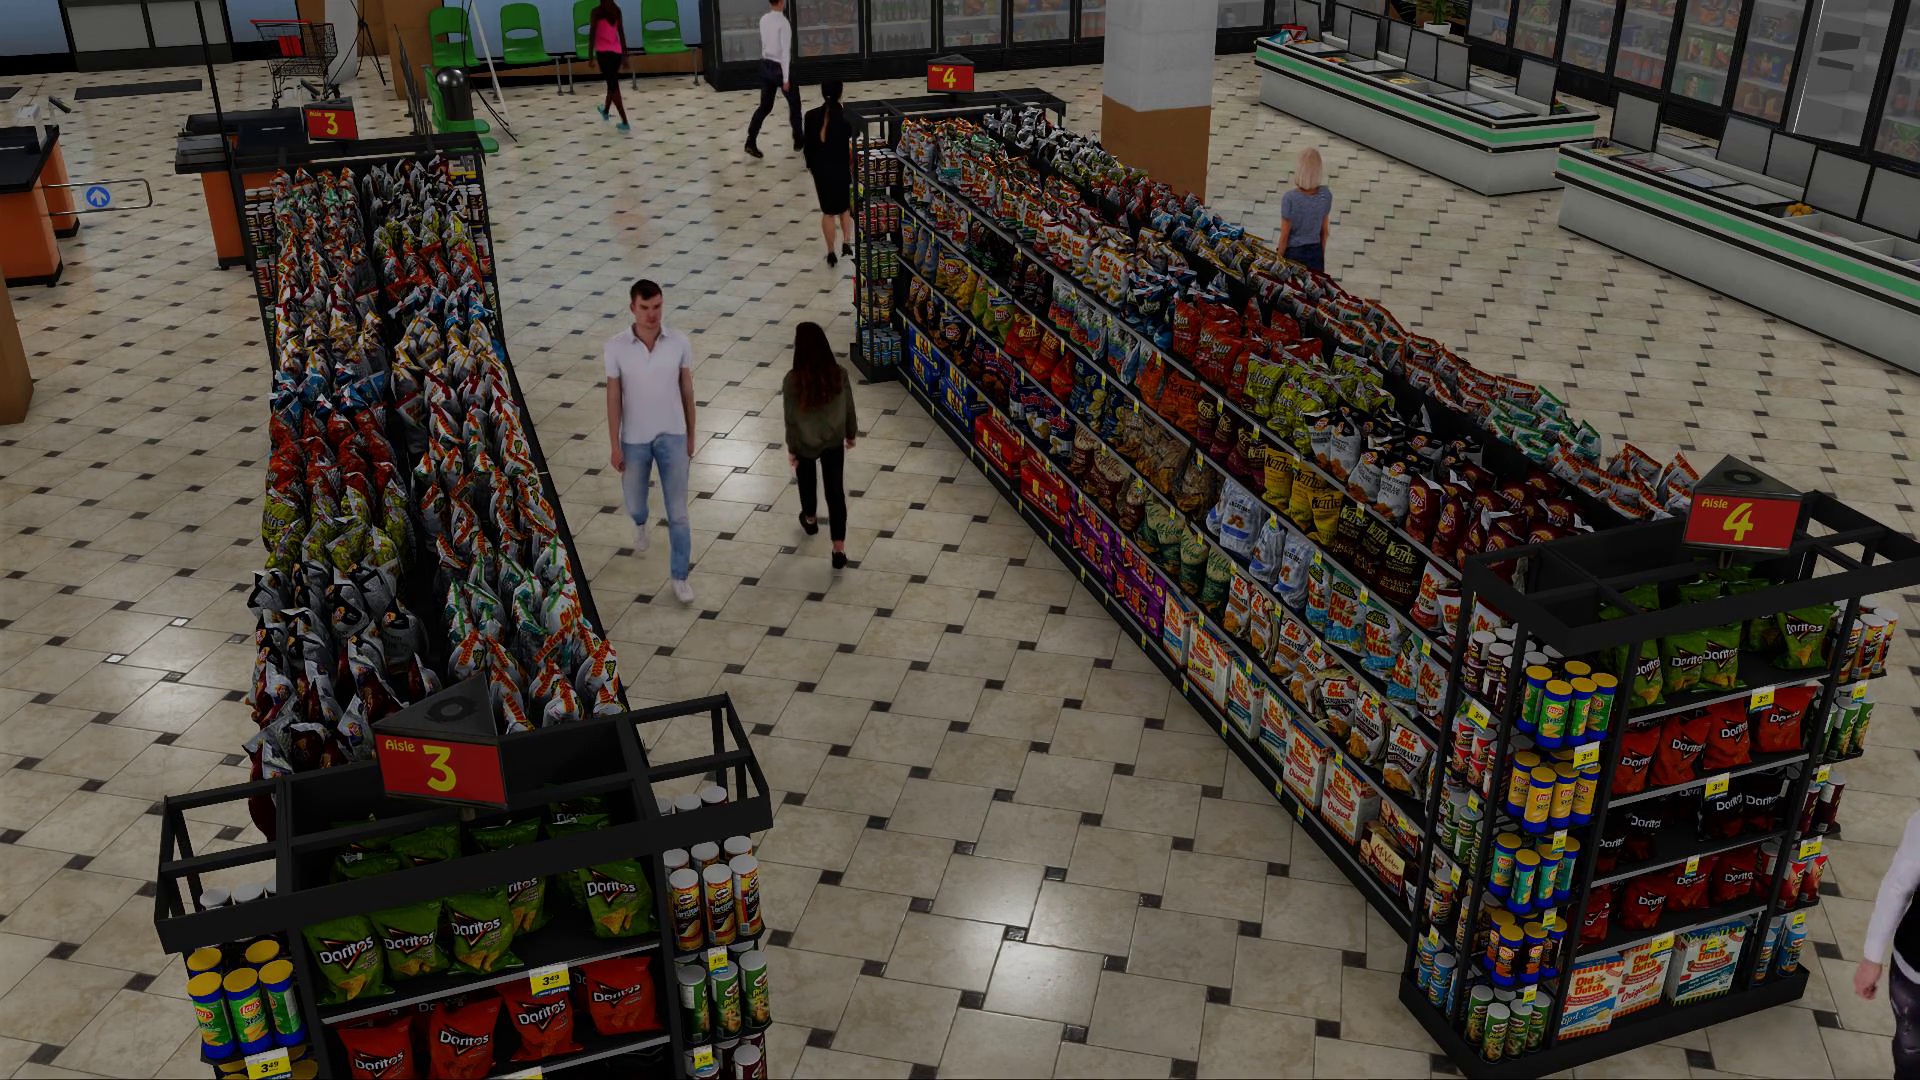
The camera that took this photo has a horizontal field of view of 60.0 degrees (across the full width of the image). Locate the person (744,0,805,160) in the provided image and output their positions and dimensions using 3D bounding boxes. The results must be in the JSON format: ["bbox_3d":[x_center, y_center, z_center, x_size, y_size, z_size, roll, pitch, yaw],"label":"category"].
[{"bbox_3d":[-2.093,-5.116,18.306,1.246,1.842,1.095,20,33,35],"label":"person"}]

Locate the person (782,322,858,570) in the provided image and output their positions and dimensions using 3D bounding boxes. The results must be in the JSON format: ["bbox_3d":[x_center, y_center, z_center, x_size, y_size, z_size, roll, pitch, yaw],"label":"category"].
[{"bbox_3d":[-0.800,-0.514,9.682,0.638,1.433,1.038,-7,28,-13],"label":"person"}]

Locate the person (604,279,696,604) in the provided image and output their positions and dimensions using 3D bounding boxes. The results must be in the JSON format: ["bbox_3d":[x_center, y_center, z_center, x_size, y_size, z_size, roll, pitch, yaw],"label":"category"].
[{"bbox_3d":[-1.752,-0.591,9.401,0.724,1.824,1.119,-7,28,-13],"label":"person"}]

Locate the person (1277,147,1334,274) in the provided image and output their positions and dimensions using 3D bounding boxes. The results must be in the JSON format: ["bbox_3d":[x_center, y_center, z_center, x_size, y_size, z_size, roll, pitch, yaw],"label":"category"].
[{"bbox_3d":[2.562,-2.084,12.459,0.589,1.722,0.517,-8,28,-14],"label":"person"}]

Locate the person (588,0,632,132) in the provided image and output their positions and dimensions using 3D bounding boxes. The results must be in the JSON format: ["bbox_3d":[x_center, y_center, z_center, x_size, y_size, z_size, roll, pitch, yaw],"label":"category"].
[{"bbox_3d":[-4.074,-5.628,19.506,0.807,1.669,1.158,-20,33,-33],"label":"person"}]

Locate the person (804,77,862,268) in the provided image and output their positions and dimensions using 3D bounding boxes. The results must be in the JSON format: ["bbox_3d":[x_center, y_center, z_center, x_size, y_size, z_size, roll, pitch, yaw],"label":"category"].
[{"bbox_3d":[-1.151,-3.244,14.816,0.802,1.658,0.808,1,27,2],"label":"person"}]
